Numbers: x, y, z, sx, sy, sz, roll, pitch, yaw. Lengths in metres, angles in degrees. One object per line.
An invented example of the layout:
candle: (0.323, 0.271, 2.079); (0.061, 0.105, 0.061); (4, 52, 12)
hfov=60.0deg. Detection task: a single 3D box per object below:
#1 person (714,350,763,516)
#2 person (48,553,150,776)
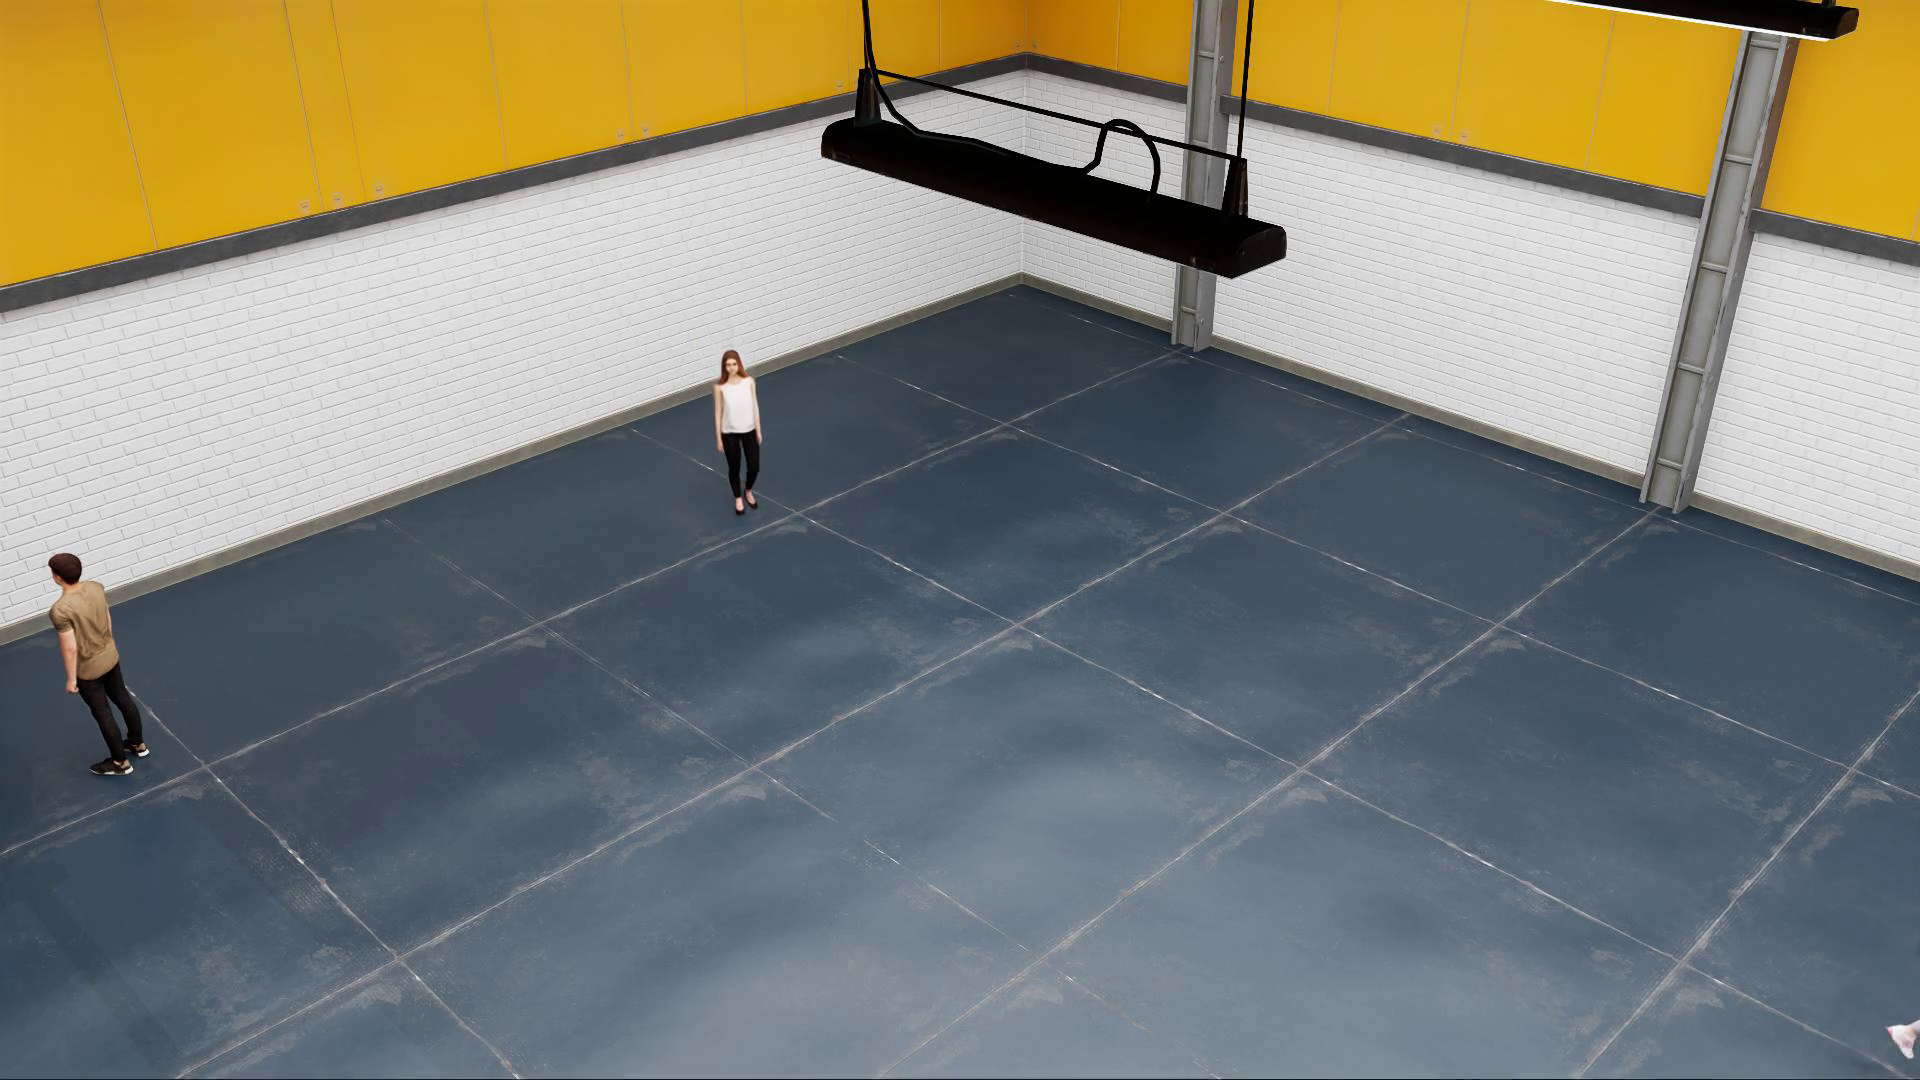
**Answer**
person: (-2.174, -1.077, 16.218); (0.701, 1.713, 0.715); (-8, 30, -15)
person: (-6.467, 0.911, 12.430); (0.761, 1.852, 0.749); (6, 29, 10)
